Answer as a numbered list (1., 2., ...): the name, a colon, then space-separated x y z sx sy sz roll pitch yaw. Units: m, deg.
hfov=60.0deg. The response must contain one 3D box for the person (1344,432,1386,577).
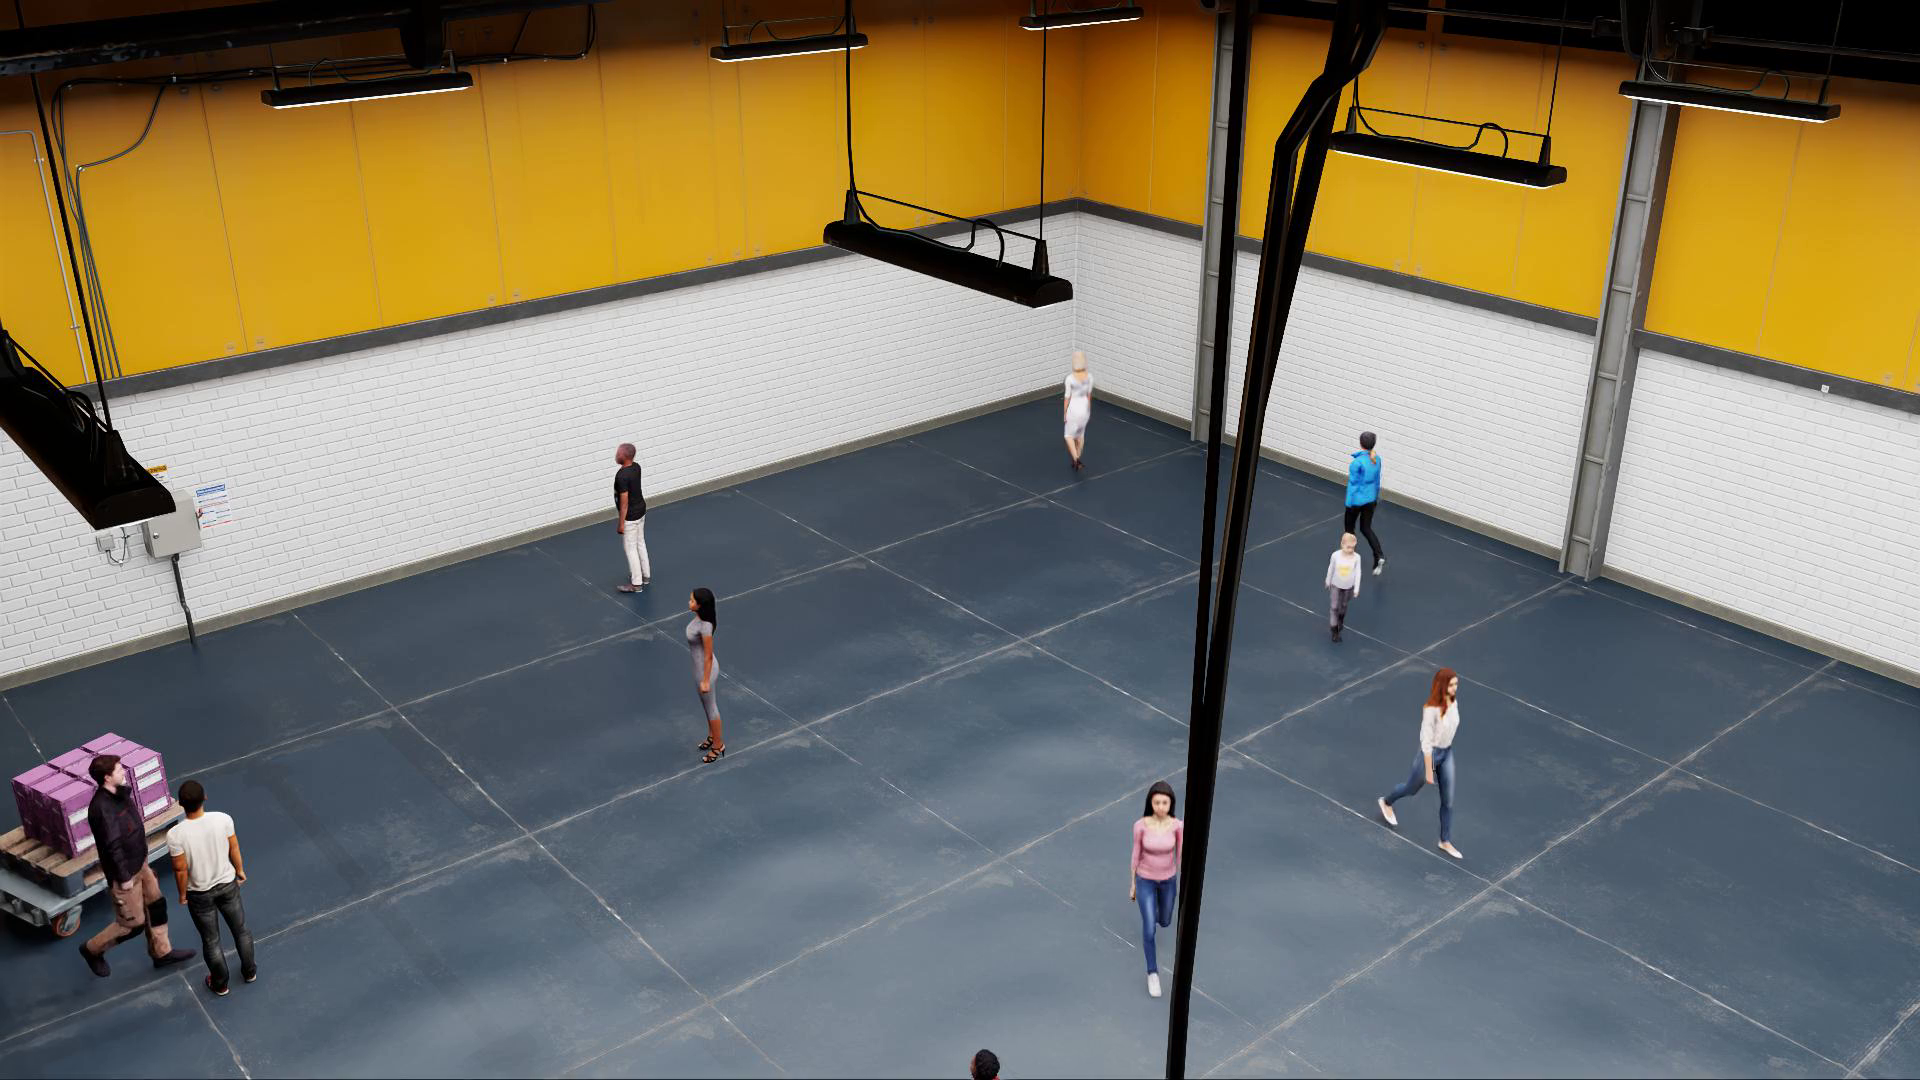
1. person: 4.789 -0.400 19.615 0.826 1.777 1.136 -10 26 -22

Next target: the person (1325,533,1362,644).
1. person: 4.198 0.468 18.286 0.891 1.251 0.935 5 24 11

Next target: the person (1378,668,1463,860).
1. person: 4.052 1.879 14.503 0.712 1.696 1.185 -13 27 -27

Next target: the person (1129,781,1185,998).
1. person: 1.512 2.598 12.824 0.961 1.723 1.067 0 24 0

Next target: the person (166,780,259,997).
1. person: -5.701 2.628 12.657 0.641 1.803 0.520 -20 30 -37

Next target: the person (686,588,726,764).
1. person: -2.409 1.268 15.794 0.721 1.781 0.596 -6 24 -13

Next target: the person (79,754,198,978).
1. person: -6.463 2.529 12.752 1.050 1.908 1.096 -6 24 -12

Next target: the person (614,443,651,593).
1. person: -3.815 -0.275 19.296 0.793 1.804 0.764 5 24 12

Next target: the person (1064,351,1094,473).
1. person: 1.619 -1.716 22.671 0.740 1.741 0.897 -8 25 -17
